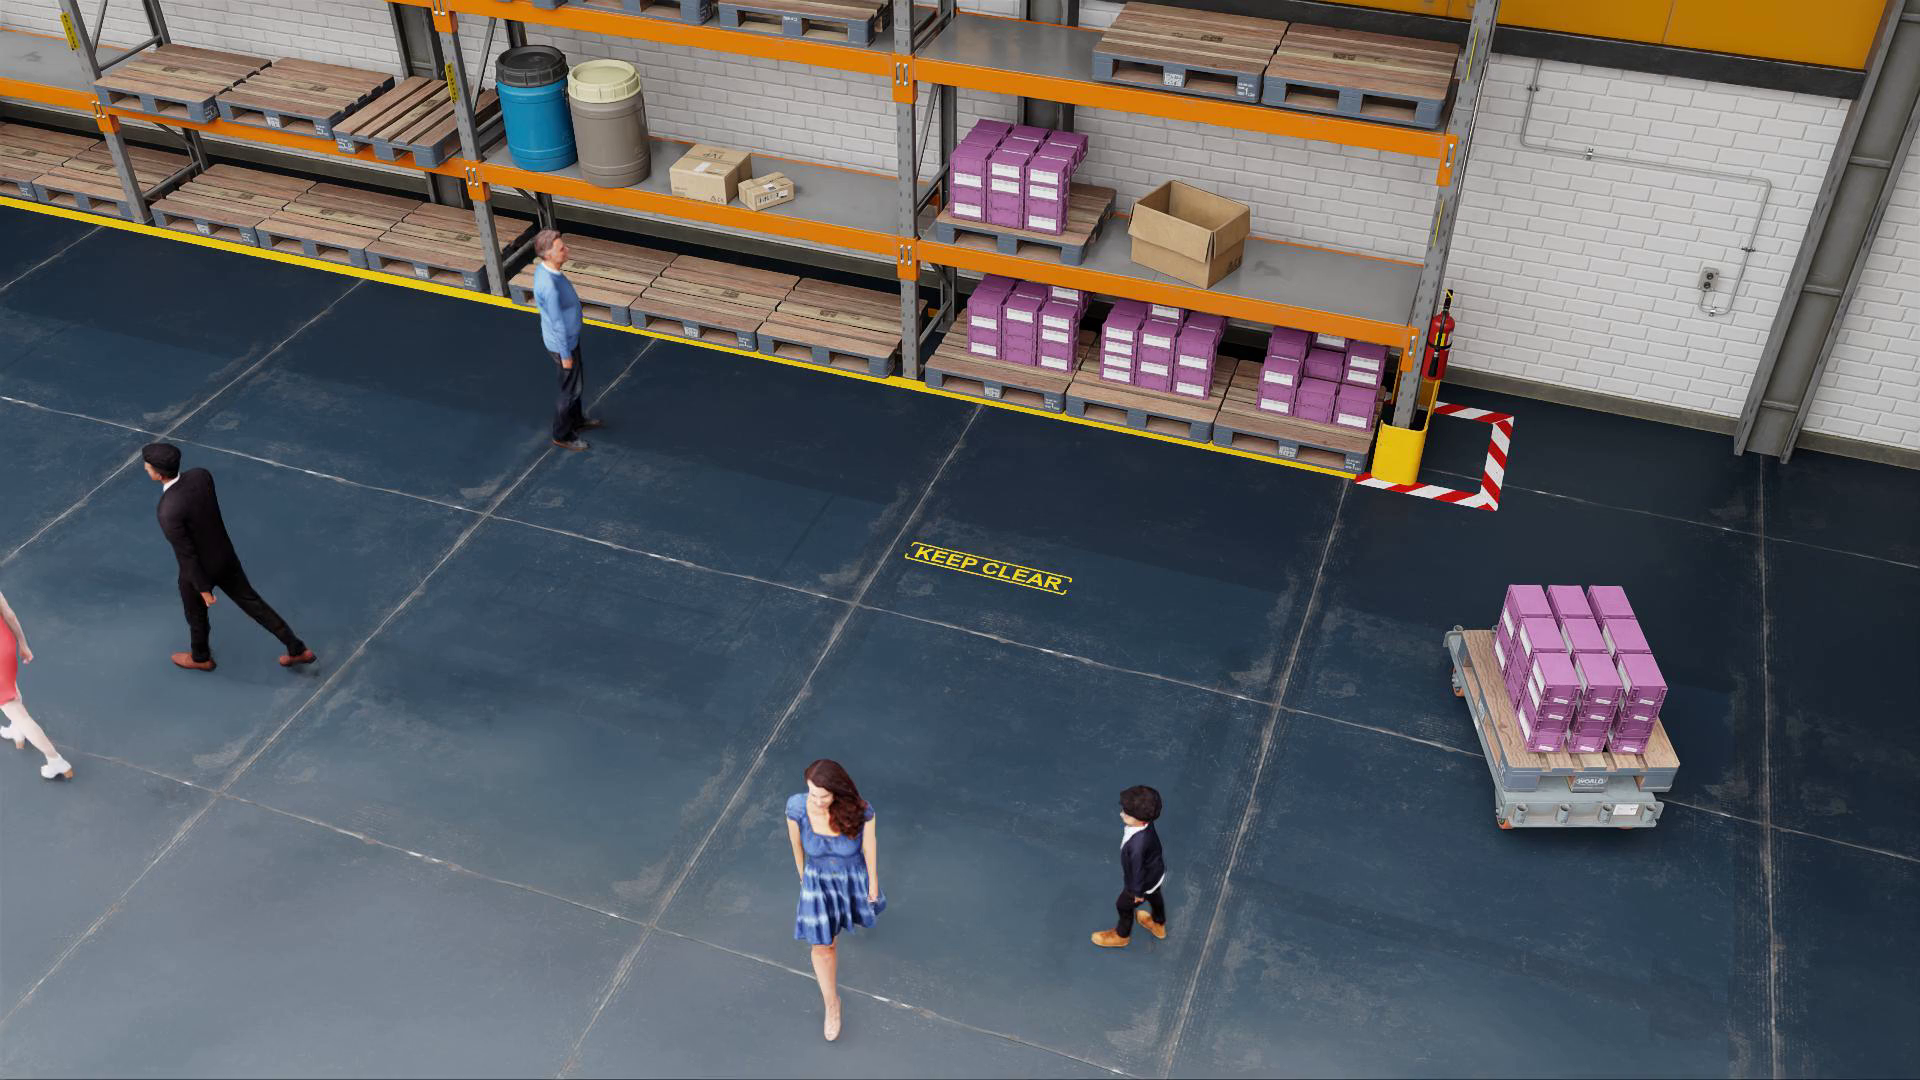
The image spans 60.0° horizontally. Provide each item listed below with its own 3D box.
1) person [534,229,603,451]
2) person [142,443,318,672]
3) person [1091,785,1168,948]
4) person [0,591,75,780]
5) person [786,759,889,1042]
[{"bbox_3d":[-3.074,-1.553,12.739,0.816,1.817,0.788,-9,39,-11],"label":"person"},{"bbox_3d":[-4.683,0.156,10.581,1.261,1.839,0.827,8,39,10],"label":"person"},{"bbox_3d":[1.030,1.782,9.052,0.613,1.207,0.506,14,41,17],"label":"person"},{"bbox_3d":[-5.668,0.754,9.862,0.890,1.802,0.609,12,40,15],"label":"person"},{"bbox_3d":[-0.615,1.749,8.636,1.109,1.778,0.935,1,39,1],"label":"person"}]
